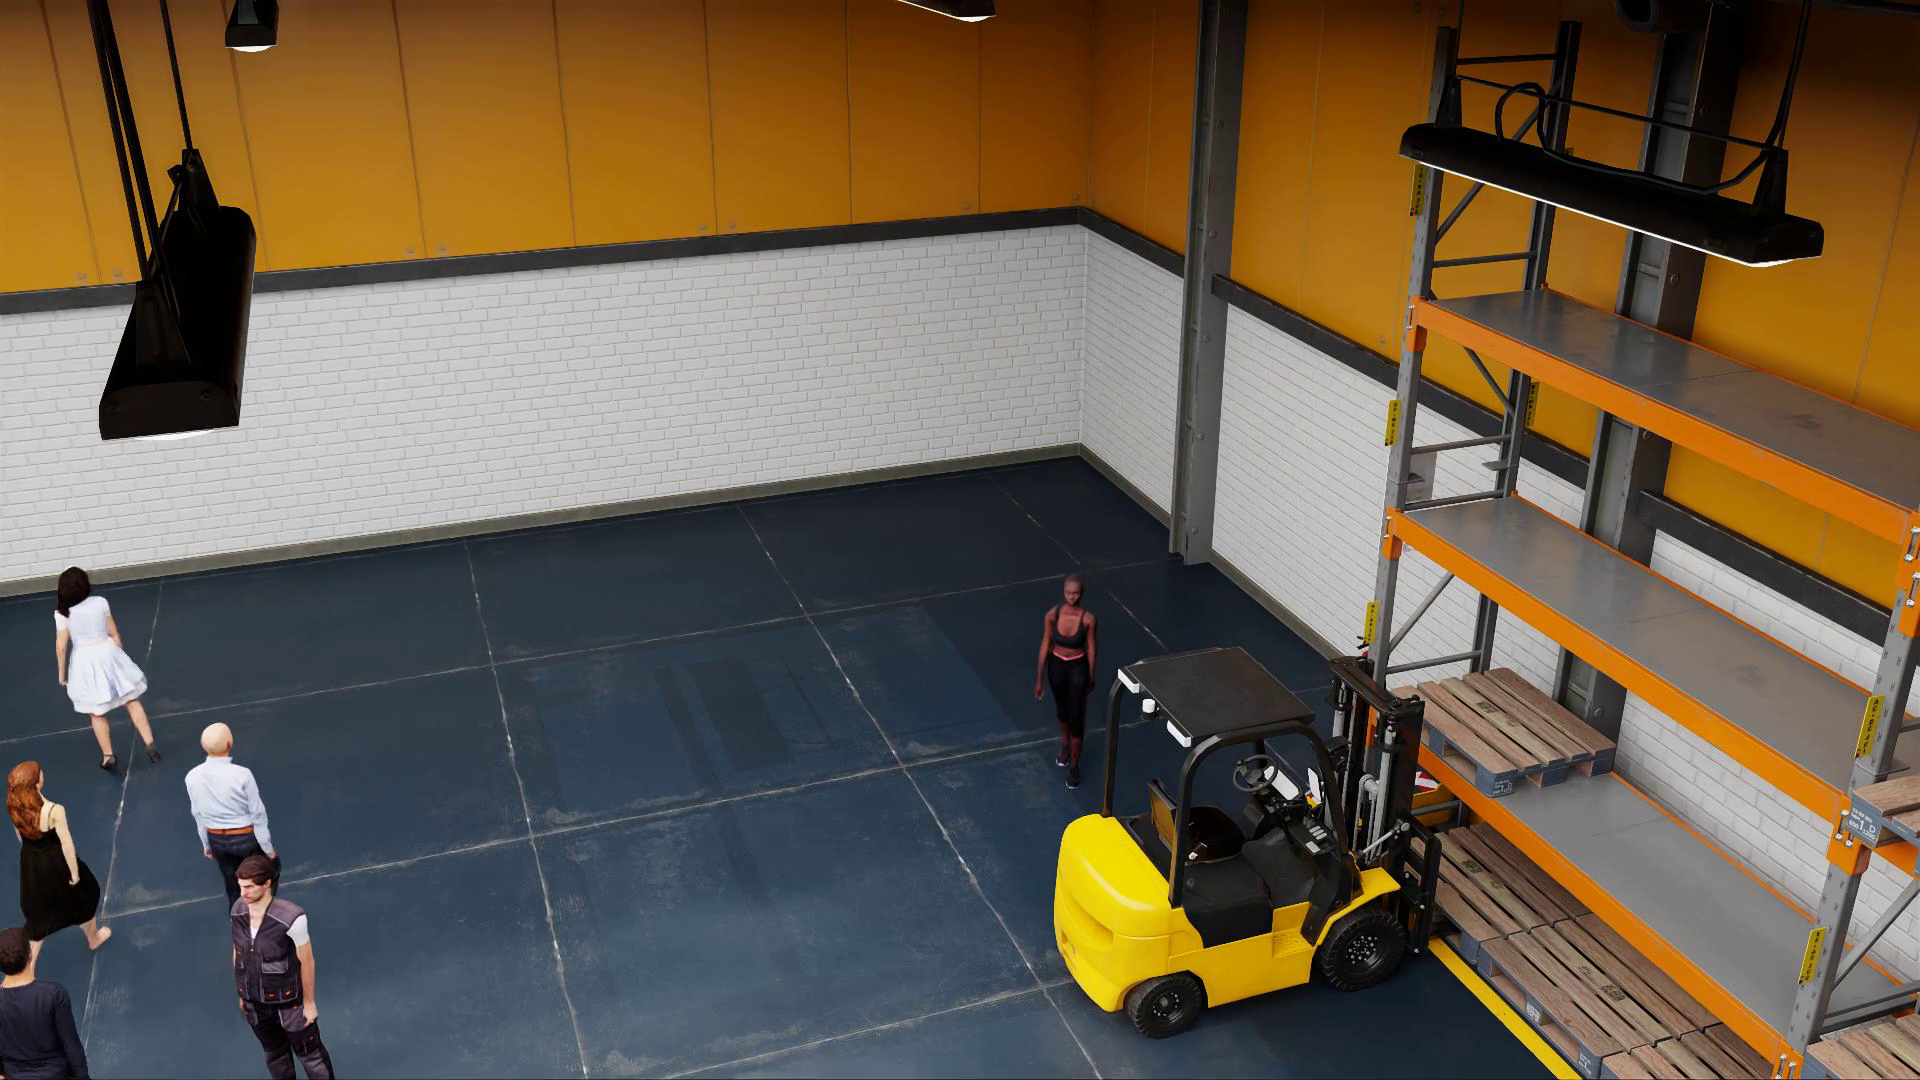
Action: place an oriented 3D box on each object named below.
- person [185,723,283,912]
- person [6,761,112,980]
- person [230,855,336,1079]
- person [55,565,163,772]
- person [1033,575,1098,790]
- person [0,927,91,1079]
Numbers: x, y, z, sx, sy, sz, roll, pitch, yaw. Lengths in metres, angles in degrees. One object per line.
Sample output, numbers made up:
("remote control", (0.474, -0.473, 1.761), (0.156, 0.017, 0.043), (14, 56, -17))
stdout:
("person", (-4.820, 2.063, 11.038), (0.747, 1.785, 0.757), (0, 24, 0))
("person", (-6.047, 2.210, 10.940), (0.812, 1.595, 1.112), (1, 24, 1))
("person", (-3.957, 2.626, 9.670), (0.747, 1.849, 0.762), (6, 24, 12))
("person", (-6.857, 1.048, 13.322), (0.939, 1.814, 0.910), (19, 30, 36))
("person", (0.897, 1.041, 13.439), (0.912, 1.735, 1.014), (8, 25, 17))
("person", (-4.927, 2.976, 8.912), (0.722, 1.816, 1.201), (-6, 24, -14))
